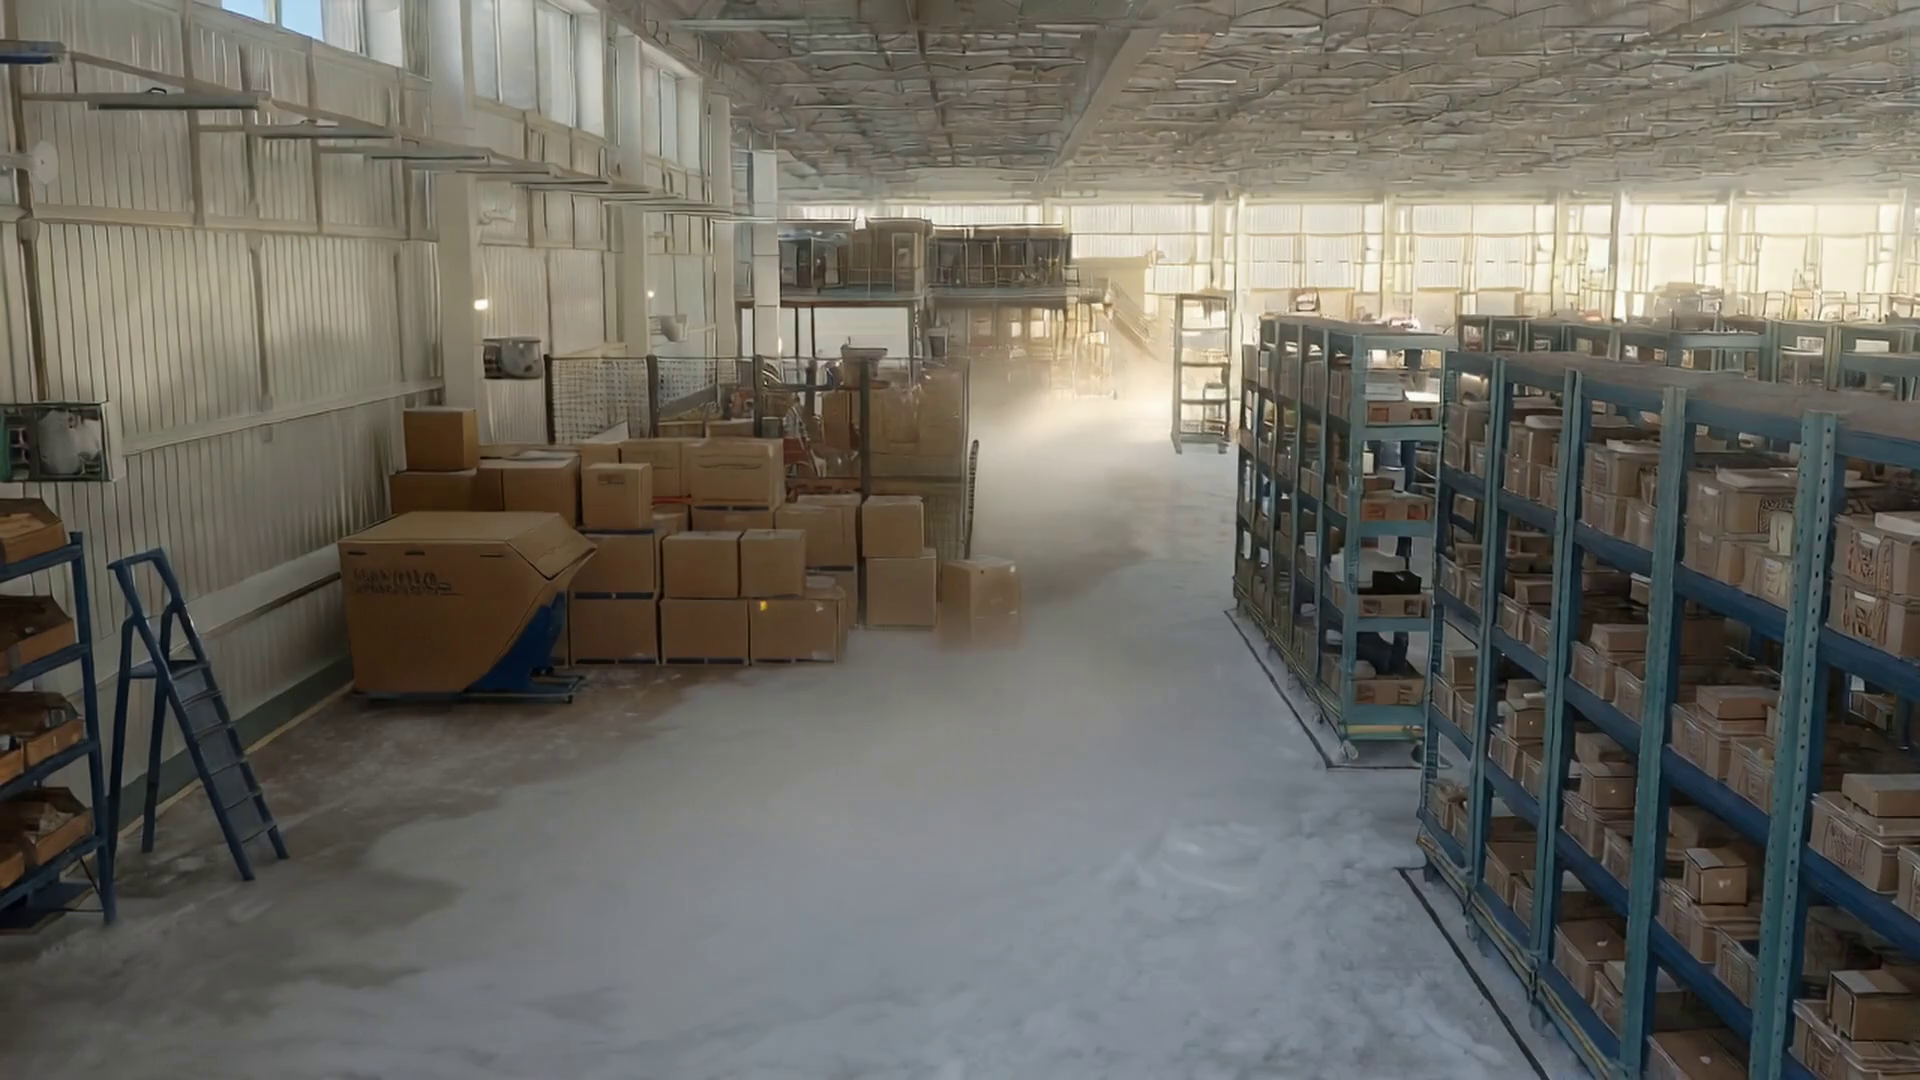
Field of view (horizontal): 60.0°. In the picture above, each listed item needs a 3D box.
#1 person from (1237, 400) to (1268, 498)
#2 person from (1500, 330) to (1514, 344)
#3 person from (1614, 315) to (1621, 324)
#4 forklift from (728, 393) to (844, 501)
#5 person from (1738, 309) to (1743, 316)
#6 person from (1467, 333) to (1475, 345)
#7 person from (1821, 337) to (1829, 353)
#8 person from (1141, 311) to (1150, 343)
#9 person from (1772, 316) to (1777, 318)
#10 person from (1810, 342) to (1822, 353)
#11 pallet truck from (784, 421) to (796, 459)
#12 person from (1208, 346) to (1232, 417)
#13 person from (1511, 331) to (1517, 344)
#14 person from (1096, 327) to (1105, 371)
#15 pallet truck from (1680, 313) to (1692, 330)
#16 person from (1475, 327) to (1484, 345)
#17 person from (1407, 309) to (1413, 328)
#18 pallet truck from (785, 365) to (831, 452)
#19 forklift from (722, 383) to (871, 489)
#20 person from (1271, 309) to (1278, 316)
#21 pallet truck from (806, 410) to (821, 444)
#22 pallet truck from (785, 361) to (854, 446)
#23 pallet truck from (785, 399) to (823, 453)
[{"bbox_3d":[5.080,-1.477,28.685,0.640,1.905,0.410,-5,11,-29],"label":"person"},{"bbox_3d":[20.371,-6.915,62.121,0.544,1.939,0.355,9,13,43],"label":"person"},{"bbox_3d":[34.082,-10.742,86.131,0.723,1.819,0.649,0,9,-1],"label":"person"},{"bbox_3d":[-2.979,-1.316,26.476,2.680,1.987,1.157,0,9,1],"label":"forklift"},{"bbox_3d":[44.253,-12.129,94.314,0.549,1.926,0.384,-2,9,-13],"label":"person"},{"bbox_3d":[19.543,-7.104,63.969,0.918,1.716,0.538,3,10,19],"label":"person"},{"bbox_3d":[34.879,-7.611,66.754,0.929,1.830,0.520,-6,11,-33],"label":"person"},{"bbox_3d":[10.483,-12.071,94.234,0.430,1.840,0.622,-7,12,-37],"label":"person"},{"bbox_3d":[39.461,-9.896,80.678,0.356,1.884,0.572,6,11,33],"label":"person"},{"bbox_3d":[27.448,-5.457,53.487,0.604,1.817,0.429,1,9,5],"label":"person"},{"bbox_3d":[-4.013,-1.793,32.705,1.601,1.201,0.680,0,9,1],"label":"pallet truck"},{"bbox_3d":[7.329,-4.391,46.378,1.006,1.987,0.613,2,10,14],"label":"person"},{"bbox_3d":[22.192,-7.558,66.272,0.966,1.883,0.602,-3,10,-16],"label":"person"},{"bbox_3d":[5.745,-7.791,67.852,0.341,1.839,0.501,-2,9,-14],"label":"person"},{"bbox_3d":[36.315,-10.531,84.244,0.823,1.965,1.885,-6,11,-33],"label":"pallet truck"},{"bbox_3d":[24.754,-9.592,78.919,0.389,1.846,0.521,-5,11,-29],"label":"person"},{"bbox_3d":[25.589,-12.172,94.617,0.398,1.919,0.587,5,10,28],"label":"person"},{"bbox_3d":[-3.774,-2.976,37.635,1.885,1.965,0.823,1,9,5],"label":"pallet truck"},{"bbox_3d":[-2.893,-1.687,28.729,2.680,1.987,1.157,0,9,-1],"label":"forklift"},{"bbox_3d":[18.120,-12.349,95.673,0.610,1.927,0.623,8,12,40],"label":"person"},{"bbox_3d":[-3.559,-2.018,33.905,1.522,1.261,0.704,0,9,-1],"label":"pallet truck"},{"bbox_3d":[-3.410,-3.193,38.978,1.885,1.965,0.823,0,9,-1],"label":"pallet truck"},{"bbox_3d":[-3.814,-2.432,36.419,1.630,1.274,0.653,0,9,1],"label":"pallet truck"}]
